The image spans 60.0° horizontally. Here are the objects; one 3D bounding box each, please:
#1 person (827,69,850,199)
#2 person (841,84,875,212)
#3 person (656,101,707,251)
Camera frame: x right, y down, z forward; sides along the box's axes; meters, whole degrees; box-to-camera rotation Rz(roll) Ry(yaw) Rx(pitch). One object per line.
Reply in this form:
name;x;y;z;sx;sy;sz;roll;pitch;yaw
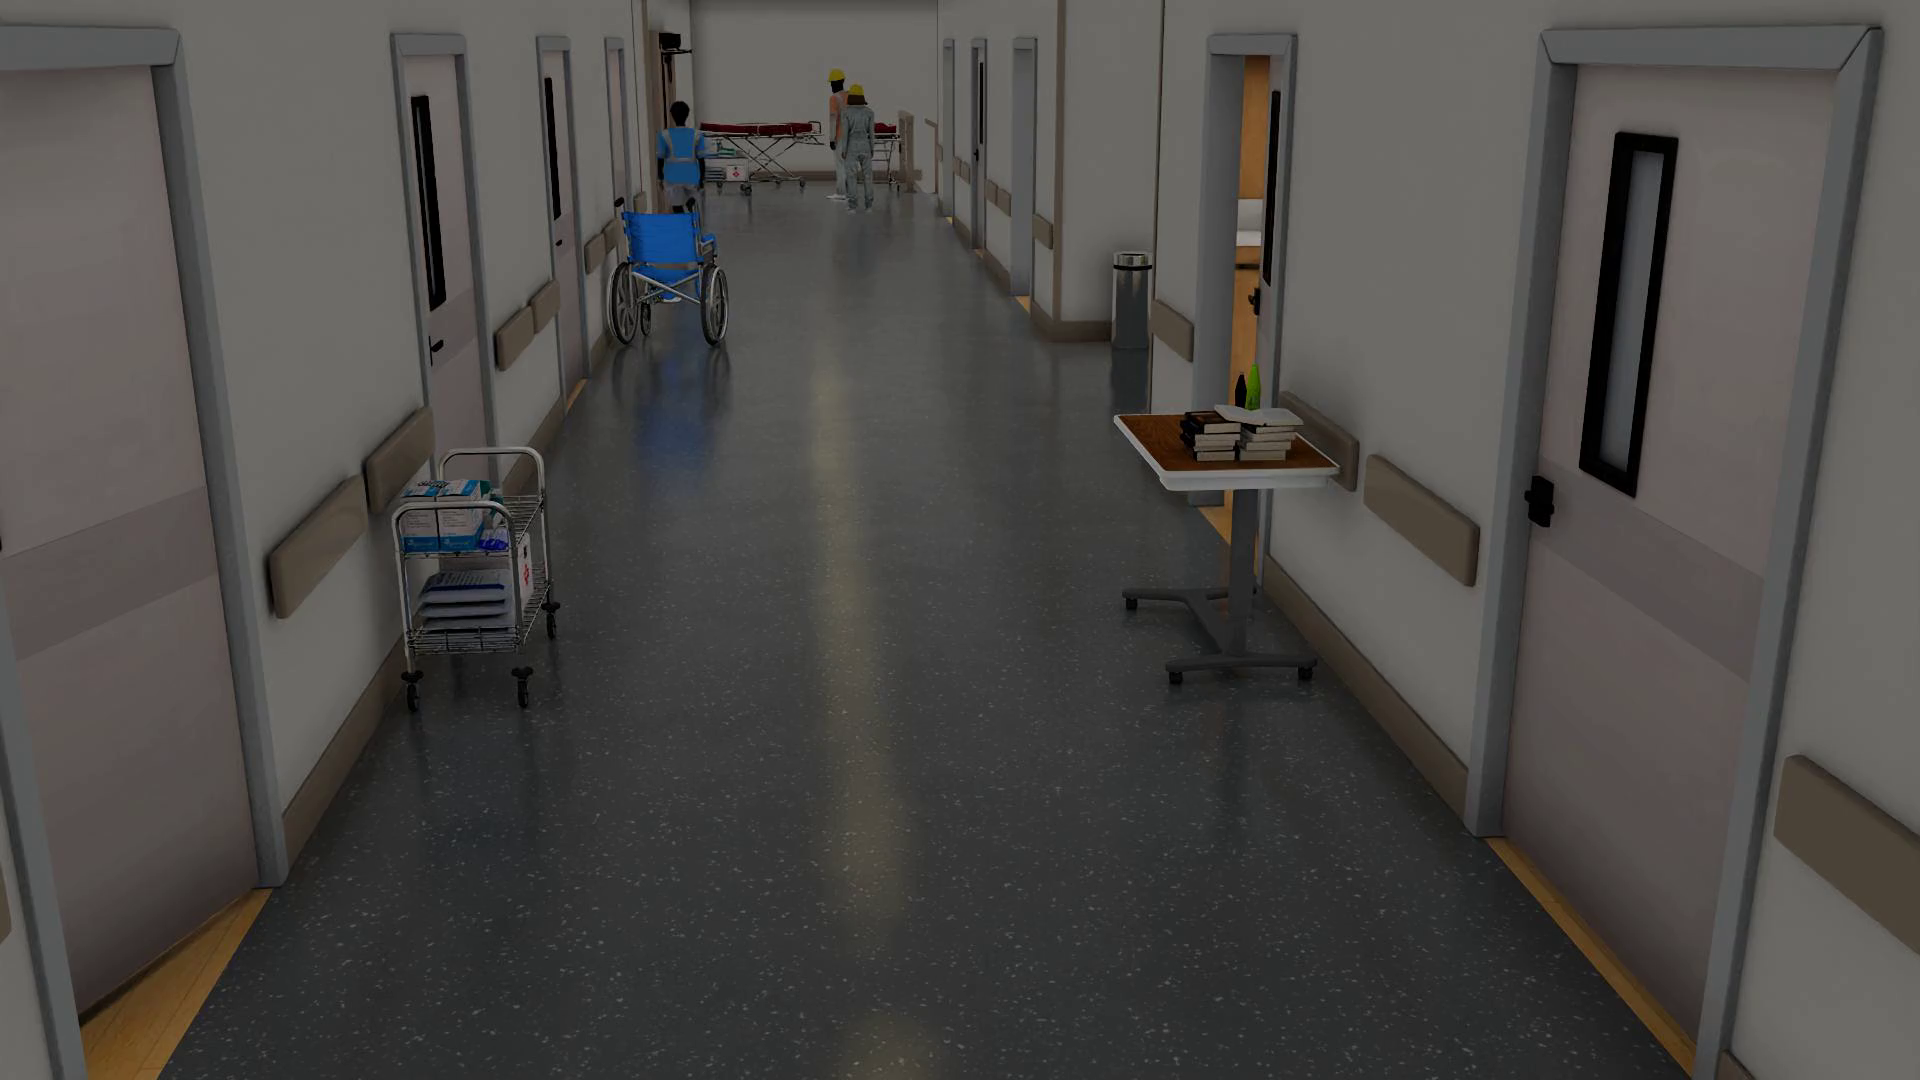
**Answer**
person;-1.803;-6.107;25.077;0.392;1.918;0.585;9;19;29
person;-1.431;-5.469;23.241;0.493;1.742;0.300;-6;18;-21
person;-3.092;-3.987;18.404;0.540;1.679;0.587;-6;18;-21
